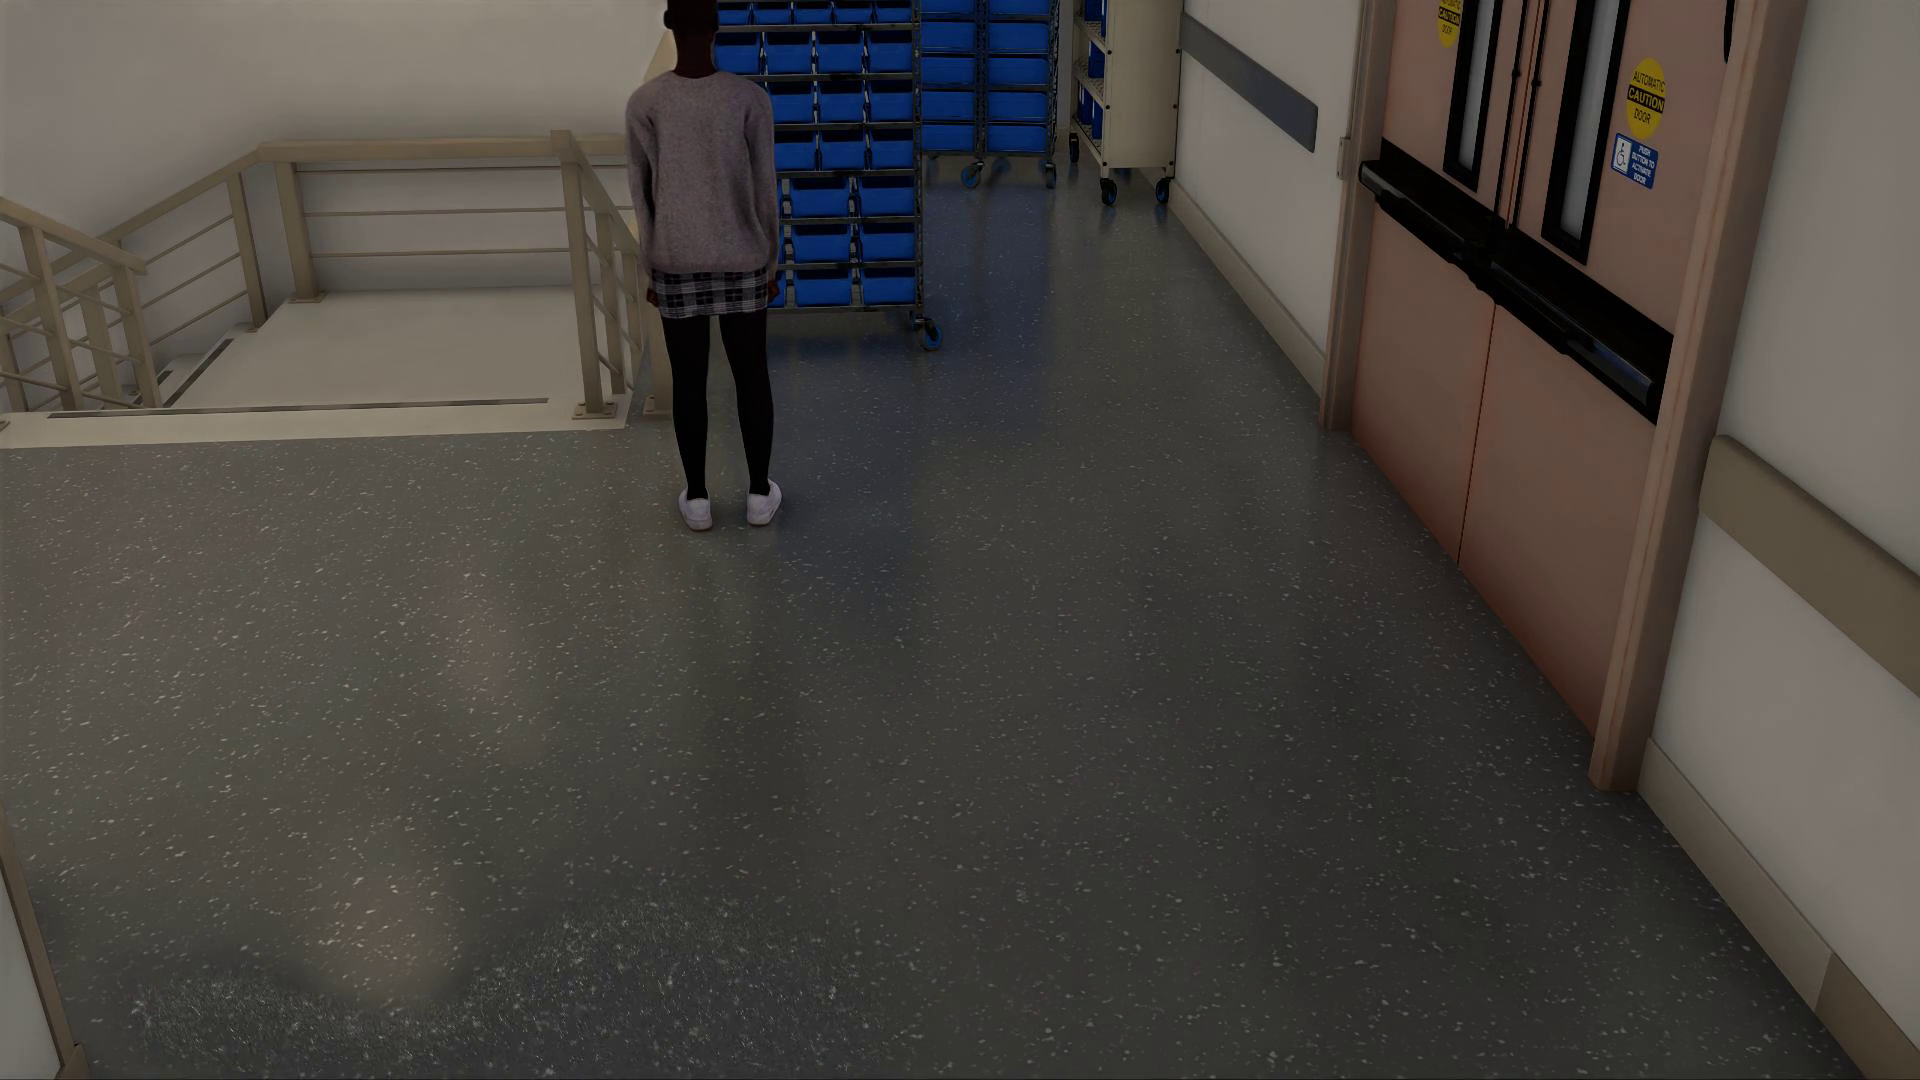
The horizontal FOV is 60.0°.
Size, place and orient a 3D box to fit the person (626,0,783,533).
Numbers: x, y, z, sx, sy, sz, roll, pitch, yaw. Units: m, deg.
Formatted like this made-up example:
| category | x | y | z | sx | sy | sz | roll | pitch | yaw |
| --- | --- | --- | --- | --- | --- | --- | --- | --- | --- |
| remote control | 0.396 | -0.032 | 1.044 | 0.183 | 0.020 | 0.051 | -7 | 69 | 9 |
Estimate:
| category | x | y | z | sx | sy | sz | roll | pitch | yaw |
| --- | --- | --- | --- | --- | --- | --- | --- | --- | --- |
| person | -0.797 | -0.878 | 5.308 | 0.618 | 1.772 | 0.542 | -4 | 26 | -8 |
